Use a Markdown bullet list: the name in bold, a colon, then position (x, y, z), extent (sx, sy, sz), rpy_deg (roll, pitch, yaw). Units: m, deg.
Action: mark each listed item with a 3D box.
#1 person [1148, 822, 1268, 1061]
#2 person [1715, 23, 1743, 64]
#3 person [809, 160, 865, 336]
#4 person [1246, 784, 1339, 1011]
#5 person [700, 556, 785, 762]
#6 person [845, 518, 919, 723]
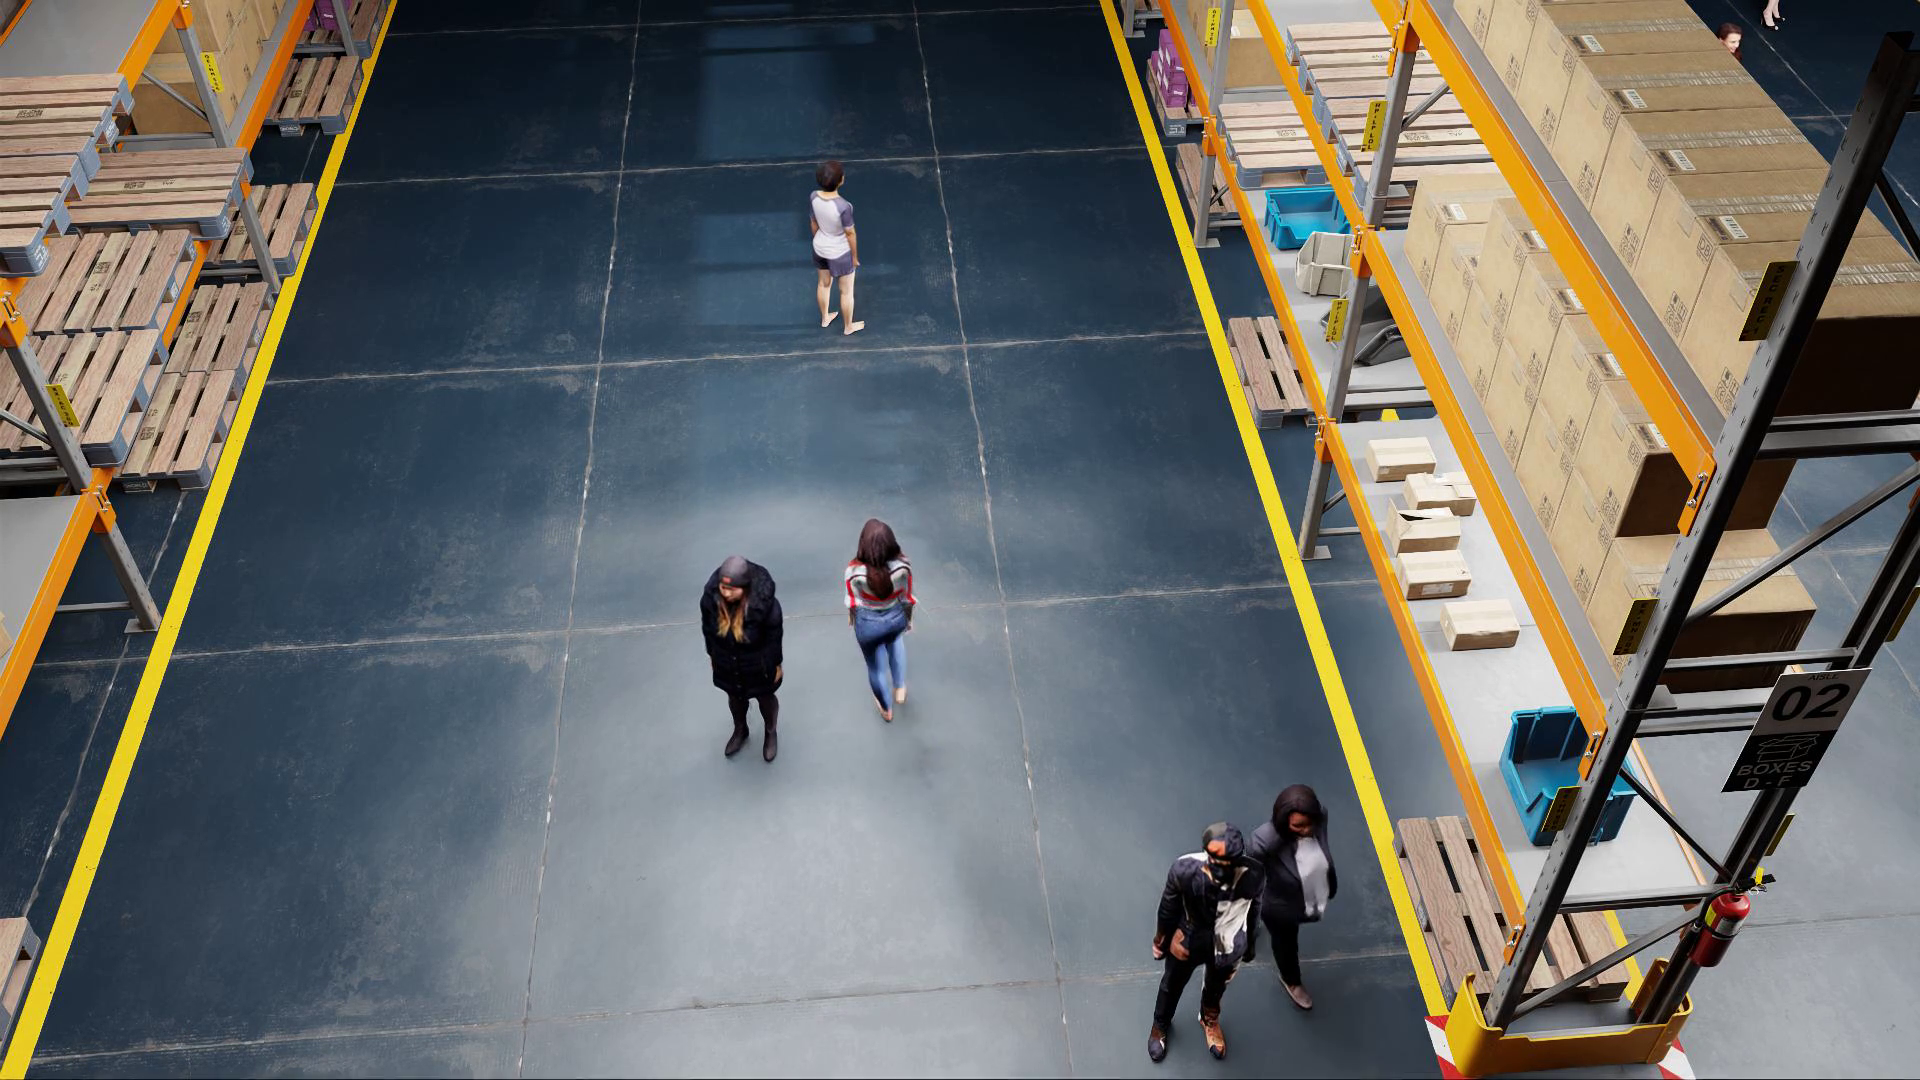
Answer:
- **person**: position (1.270, 2.057, 8.565), extent (0.701, 1.890, 0.597), rpy_deg (0, 44, 0)
- **person**: position (6.559, -3.740, 14.739), extent (0.620, 1.767, 0.603), rpy_deg (-14, 45, -14)
- **person**: position (-1.016, -2.372, 13.449), extent (0.652, 1.566, 0.688), rpy_deg (23, 48, 23)
- **person**: position (1.729, 1.826, 9.027), extent (0.996, 1.586, 1.135), rpy_deg (-29, 51, -27)
- **person**: position (-1.301, 0.707, 10.139), extent (0.746, 1.674, 0.745), rpy_deg (9, 44, 9)
- **person**: position (-0.469, 0.556, 10.348), extent (0.650, 1.602, 0.646), rpy_deg (-13, 45, -13)
